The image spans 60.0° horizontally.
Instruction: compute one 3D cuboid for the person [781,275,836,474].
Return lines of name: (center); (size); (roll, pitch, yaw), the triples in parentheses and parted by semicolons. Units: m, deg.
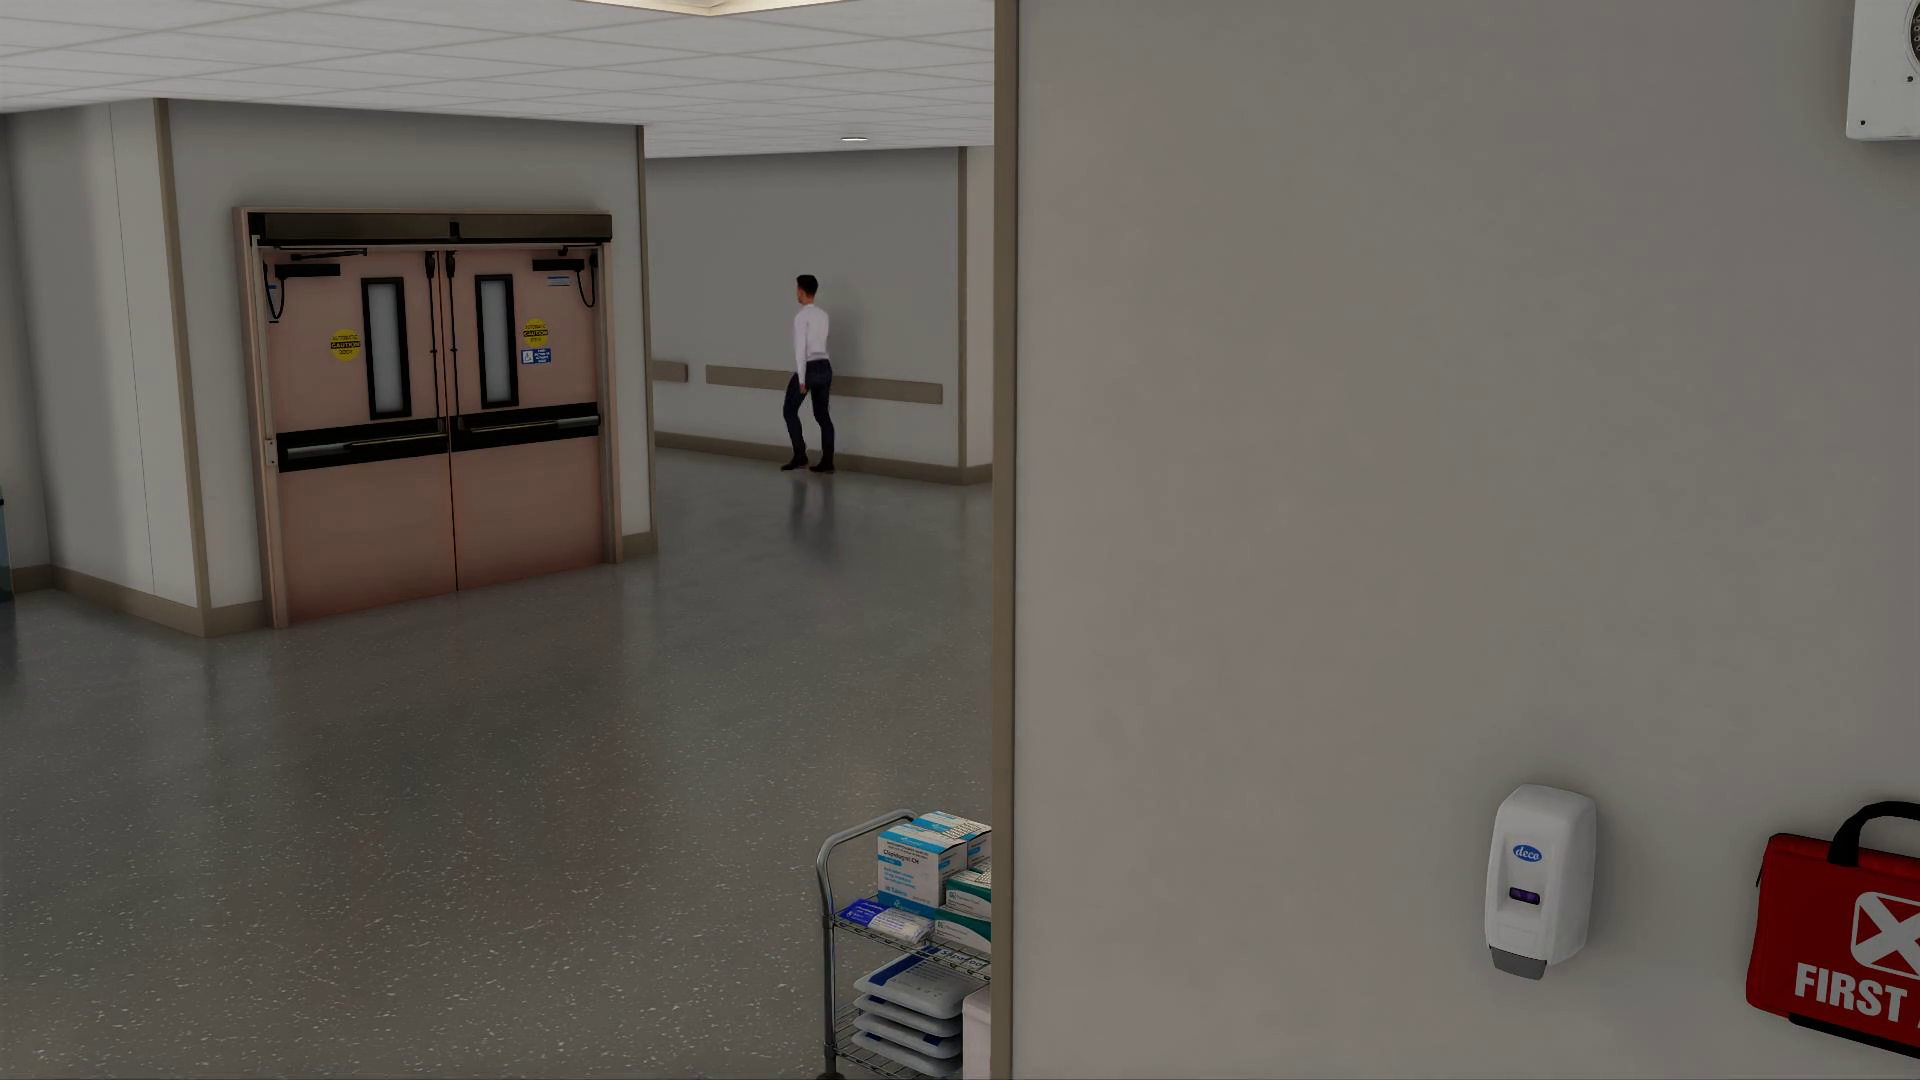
person: (-1.307, -1.525, 15.490); (0.678, 1.849, 0.678); (10, 14, 41)
